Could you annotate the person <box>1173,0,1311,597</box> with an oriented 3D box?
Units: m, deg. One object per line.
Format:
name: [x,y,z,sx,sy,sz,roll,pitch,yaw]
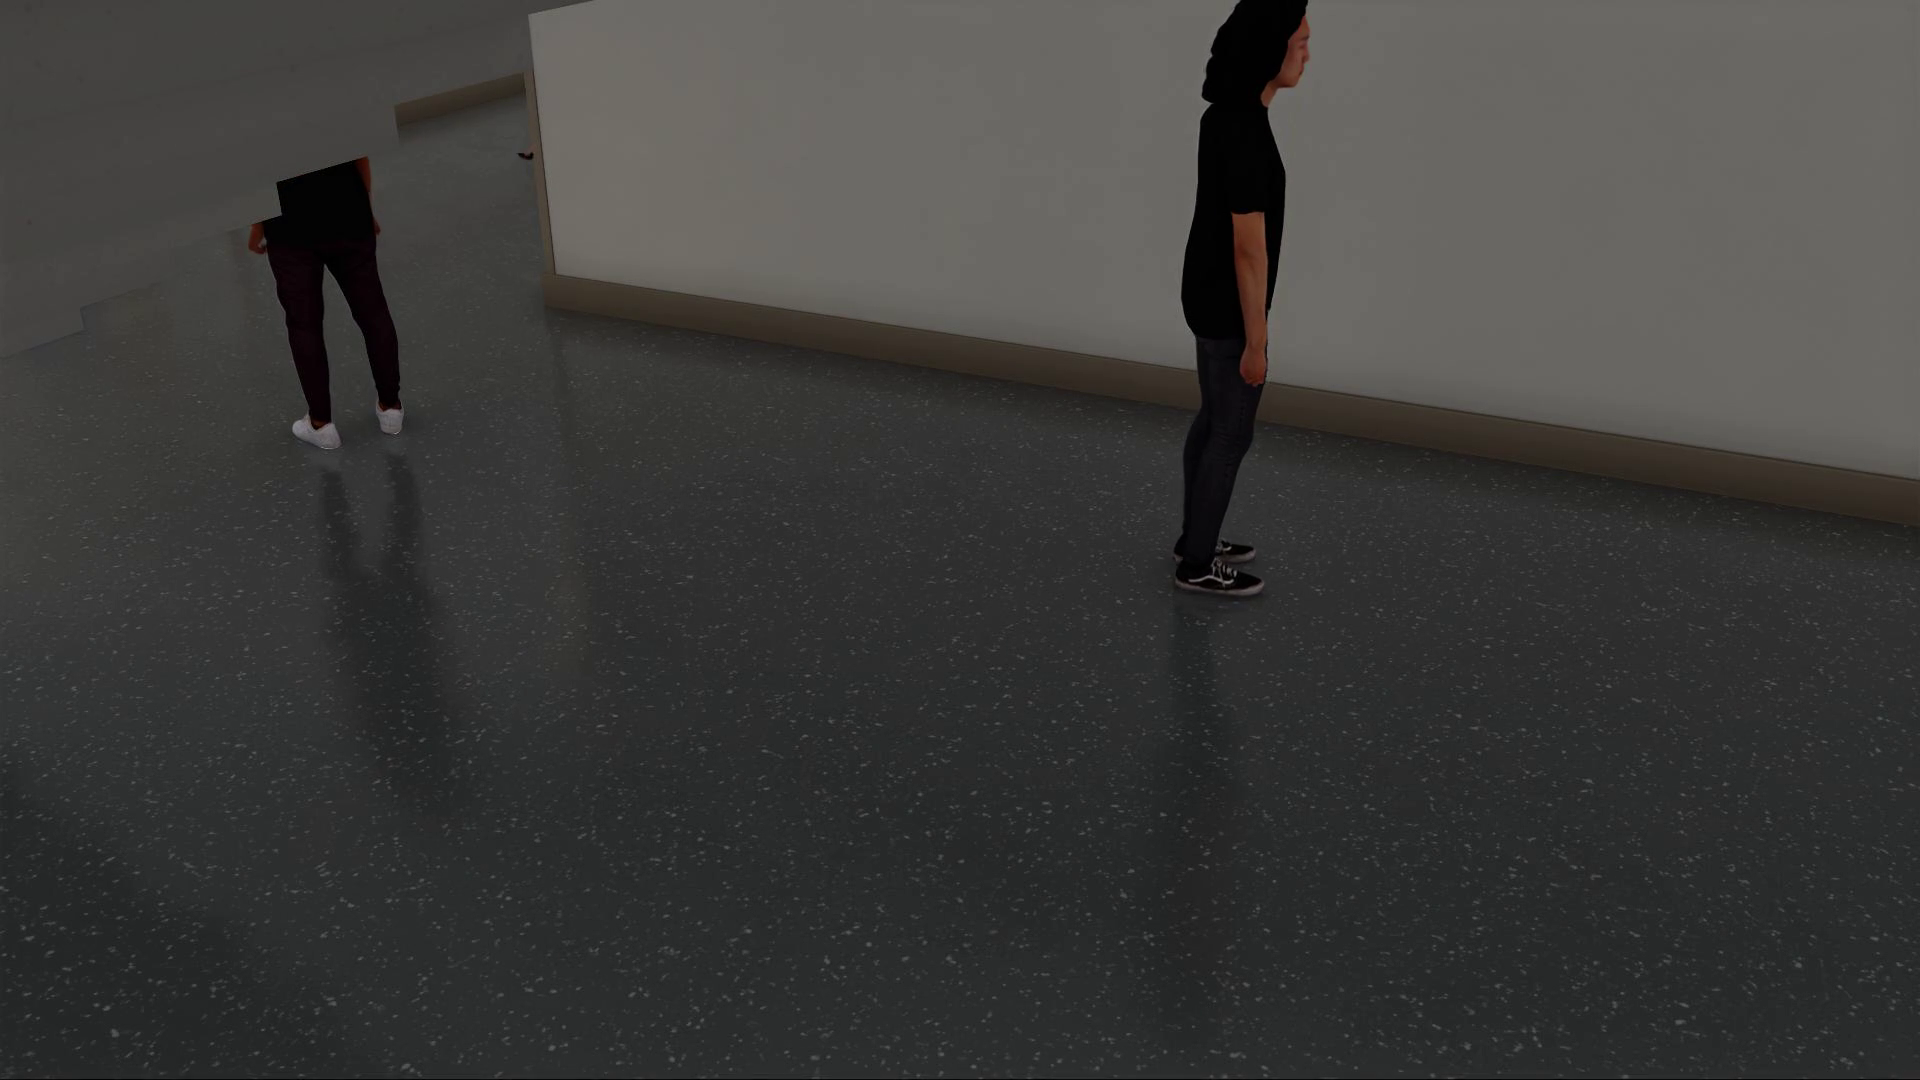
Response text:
person: [0.786,-0.705,4.930,0.707,1.824,0.716,-2,26,-3]

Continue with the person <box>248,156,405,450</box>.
person: [-2.351,-1.213,6.050,0.717,1.780,0.725,-18,31,-32]
